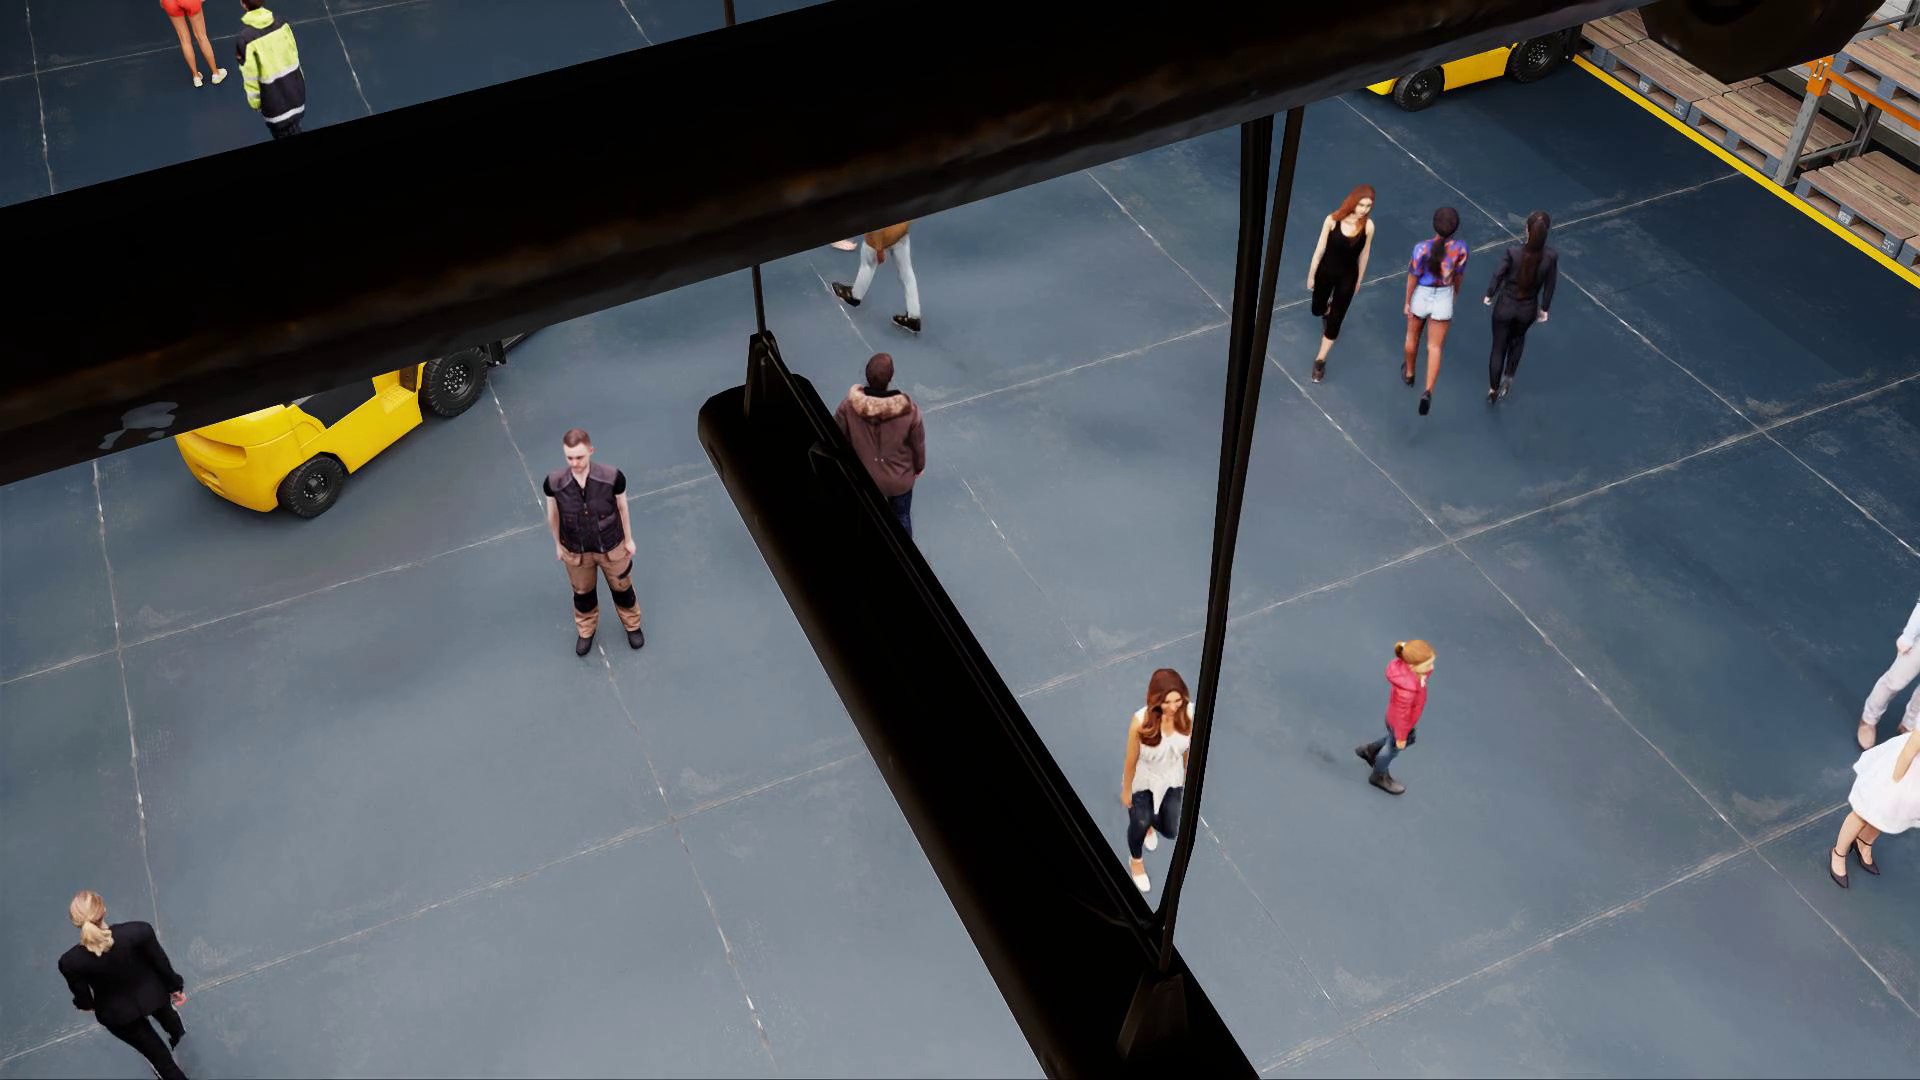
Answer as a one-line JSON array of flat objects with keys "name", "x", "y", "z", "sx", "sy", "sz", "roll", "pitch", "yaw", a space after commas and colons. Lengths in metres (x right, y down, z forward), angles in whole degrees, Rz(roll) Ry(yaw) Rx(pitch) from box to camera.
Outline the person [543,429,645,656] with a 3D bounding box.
[{"name": "person", "x": -2.393, "y": -0.007, "z": 10.880, "sx": 0.747, "sy": 1.841, "sz": 0.697, "roll": -5, "pitch": 44, "yaw": -6}]

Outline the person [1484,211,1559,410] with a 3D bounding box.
[{"name": "person", "x": 4.276, "y": -1.708, "z": 12.771, "sx": 0.722, "sy": 1.697, "sz": 0.756, "roll": 4, "pitch": 44, "yaw": 4}]

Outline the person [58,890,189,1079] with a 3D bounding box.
[{"name": "person", "x": -4.147, "y": 2.426, "z": 8.448, "sx": 0.788, "sy": 1.674, "sz": 1.005, "roll": -31, "pitch": 52, "yaw": -28}]

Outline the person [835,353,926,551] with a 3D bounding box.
[{"name": "person", "x": -0.529, "y": -0.495, "z": 11.391, "sx": 0.869, "sy": 1.845, "sz": 0.871, "roll": 4, "pitch": 44, "yaw": 4}]

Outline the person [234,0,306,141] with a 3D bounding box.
[{"name": "person", "x": -6.107, "y": -4.029, "z": 15.018, "sx": 1.274, "sy": 1.956, "sz": 1.182, "roll": 18, "pitch": 46, "yaw": 18}]

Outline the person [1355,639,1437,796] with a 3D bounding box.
[{"name": "person", "x": 2.629, "y": 1.065, "z": 10.142, "sx": 0.711, "sy": 1.309, "sz": 0.648, "roll": 21, "pitch": 47, "yaw": 21}]

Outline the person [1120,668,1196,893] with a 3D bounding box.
[{"name": "person", "x": 1.084, "y": 1.306, "z": 9.551, "sx": 0.666, "sy": 1.774, "sz": 0.732, "roll": -9, "pitch": 44, "yaw": -9}]

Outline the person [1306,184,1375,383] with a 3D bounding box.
[{"name": "person", "x": 2.997, "y": -2.121, "z": 13.200, "sx": 0.976, "sy": 1.703, "sz": 1.060, "roll": 13, "pitch": 45, "yaw": 13}]

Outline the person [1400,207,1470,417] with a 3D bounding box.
[{"name": "person", "x": 3.626, "y": -1.751, "z": 12.797, "sx": 0.955, "sy": 1.722, "sz": 1.122, "roll": 6, "pitch": 44, "yaw": 7}]

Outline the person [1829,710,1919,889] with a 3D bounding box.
[{"name": "person", "x": 5.430, "y": 1.329, "z": 9.502, "sx": 0.727, "sy": 1.808, "sz": 0.746, "roll": -12, "pitch": 45, "yaw": -12}]

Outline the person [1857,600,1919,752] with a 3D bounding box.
[{"name": "person", "x": 6.029, "y": 0.592, "z": 10.217, "sx": 0.752, "sy": 1.888, "sz": 0.772, "roll": 6, "pitch": 44, "yaw": 6}]

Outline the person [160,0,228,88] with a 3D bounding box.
[{"name": "person", "x": -7.771, "y": -5.389, "z": 16.566, "sx": 0.619, "sy": 1.792, "sz": 0.628, "roll": -9, "pitch": 44, "yaw": -9}]
